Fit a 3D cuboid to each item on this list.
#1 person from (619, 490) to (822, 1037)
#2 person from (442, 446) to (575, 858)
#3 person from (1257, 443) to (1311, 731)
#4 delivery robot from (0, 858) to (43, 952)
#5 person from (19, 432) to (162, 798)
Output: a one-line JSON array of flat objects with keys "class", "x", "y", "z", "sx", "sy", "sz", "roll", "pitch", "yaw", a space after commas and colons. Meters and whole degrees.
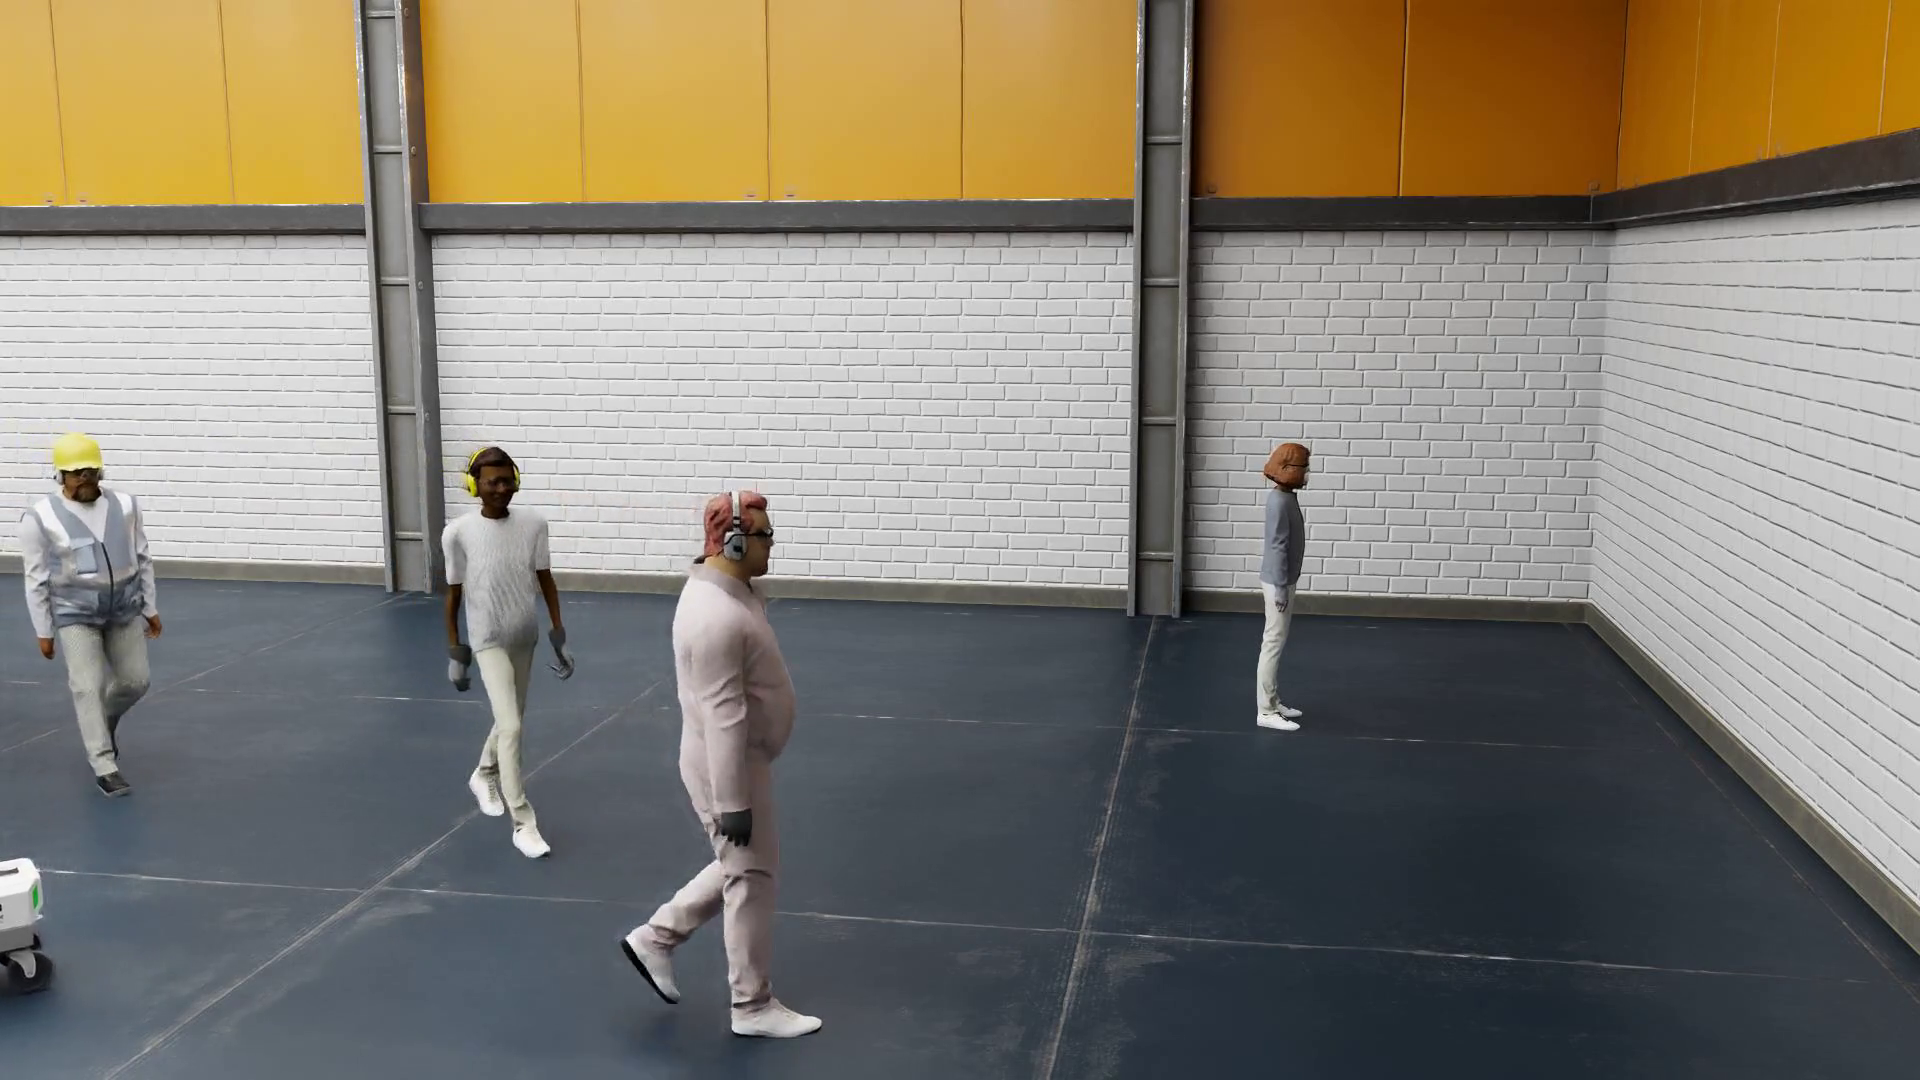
[{"class": "person", "x": -0.806, "y": 0.767, "z": 5.600, "sx": 0.592, "sy": 1.889, "sz": 0.650, "roll": -1, "pitch": 9, "yaw": -7}, {"class": "person", "x": -2.112, "y": 0.461, "z": 7.662, "sx": 0.524, "sy": 1.831, "sz": 0.939, "roll": -8, "pitch": 12, "yaw": -40}, {"class": "person", "x": 1.851, "y": 0.256, "z": 9.521, "sx": 0.264, "sy": 1.631, "sz": 0.508, "roll": 2, "pitch": 10, "yaw": 15}, {"class": "delivery robot", "x": -3.662, "y": 1.332, "z": 5.901, "sx": 0.707, "sy": 0.478, "sz": 0.477, "roll": -6, "pitch": 12, "yaw": -36}, {"class": "person", "x": -4.356, "y": 0.355, "z": 8.336, "sx": 0.611, "sy": 1.818, "sz": 0.607, "roll": 7, "pitch": 12, "yaw": 38}]
